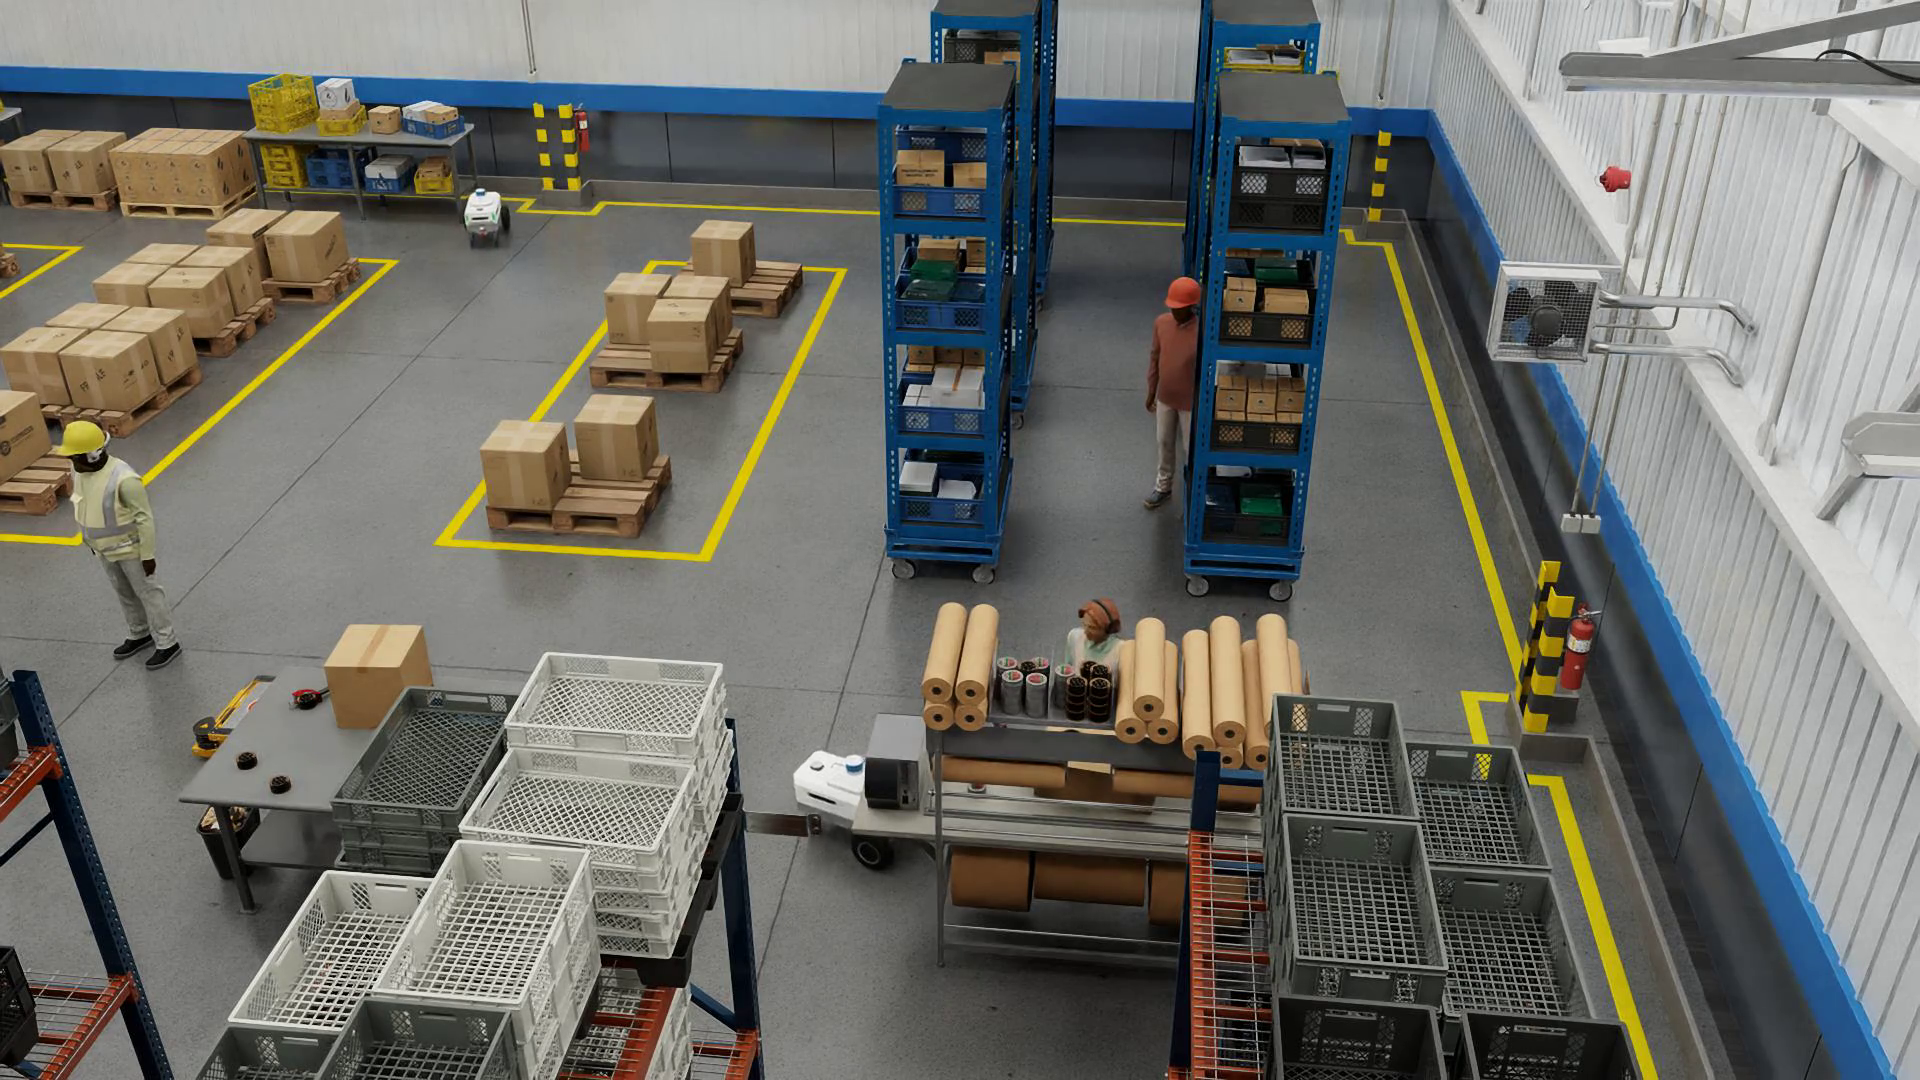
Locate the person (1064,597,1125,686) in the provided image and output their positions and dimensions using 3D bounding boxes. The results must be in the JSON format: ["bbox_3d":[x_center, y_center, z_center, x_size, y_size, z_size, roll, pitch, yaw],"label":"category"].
[{"bbox_3d":[0.796,1.029,9.535,0.523,1.632,0.313,24,38,35],"label":"person"}]

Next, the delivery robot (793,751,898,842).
[{"bbox_3d":[-0.616,1.480,9.734,0.707,0.478,0.477,15,33,24],"label":"delivery robot"}]

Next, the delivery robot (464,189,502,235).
[{"bbox_3d":[-5.334,-3.683,18.602,0.477,0.478,0.707,-5,31,-8],"label":"delivery robot"}]

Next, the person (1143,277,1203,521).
[{"bbox_3d":[1.681,-1.099,12.842,0.612,1.986,0.401,26,39,37],"label":"person"}]

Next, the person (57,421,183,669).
[{"bbox_3d":[-5.601,0.025,11.065,0.599,1.827,0.403,15,33,24],"label":"person"}]
